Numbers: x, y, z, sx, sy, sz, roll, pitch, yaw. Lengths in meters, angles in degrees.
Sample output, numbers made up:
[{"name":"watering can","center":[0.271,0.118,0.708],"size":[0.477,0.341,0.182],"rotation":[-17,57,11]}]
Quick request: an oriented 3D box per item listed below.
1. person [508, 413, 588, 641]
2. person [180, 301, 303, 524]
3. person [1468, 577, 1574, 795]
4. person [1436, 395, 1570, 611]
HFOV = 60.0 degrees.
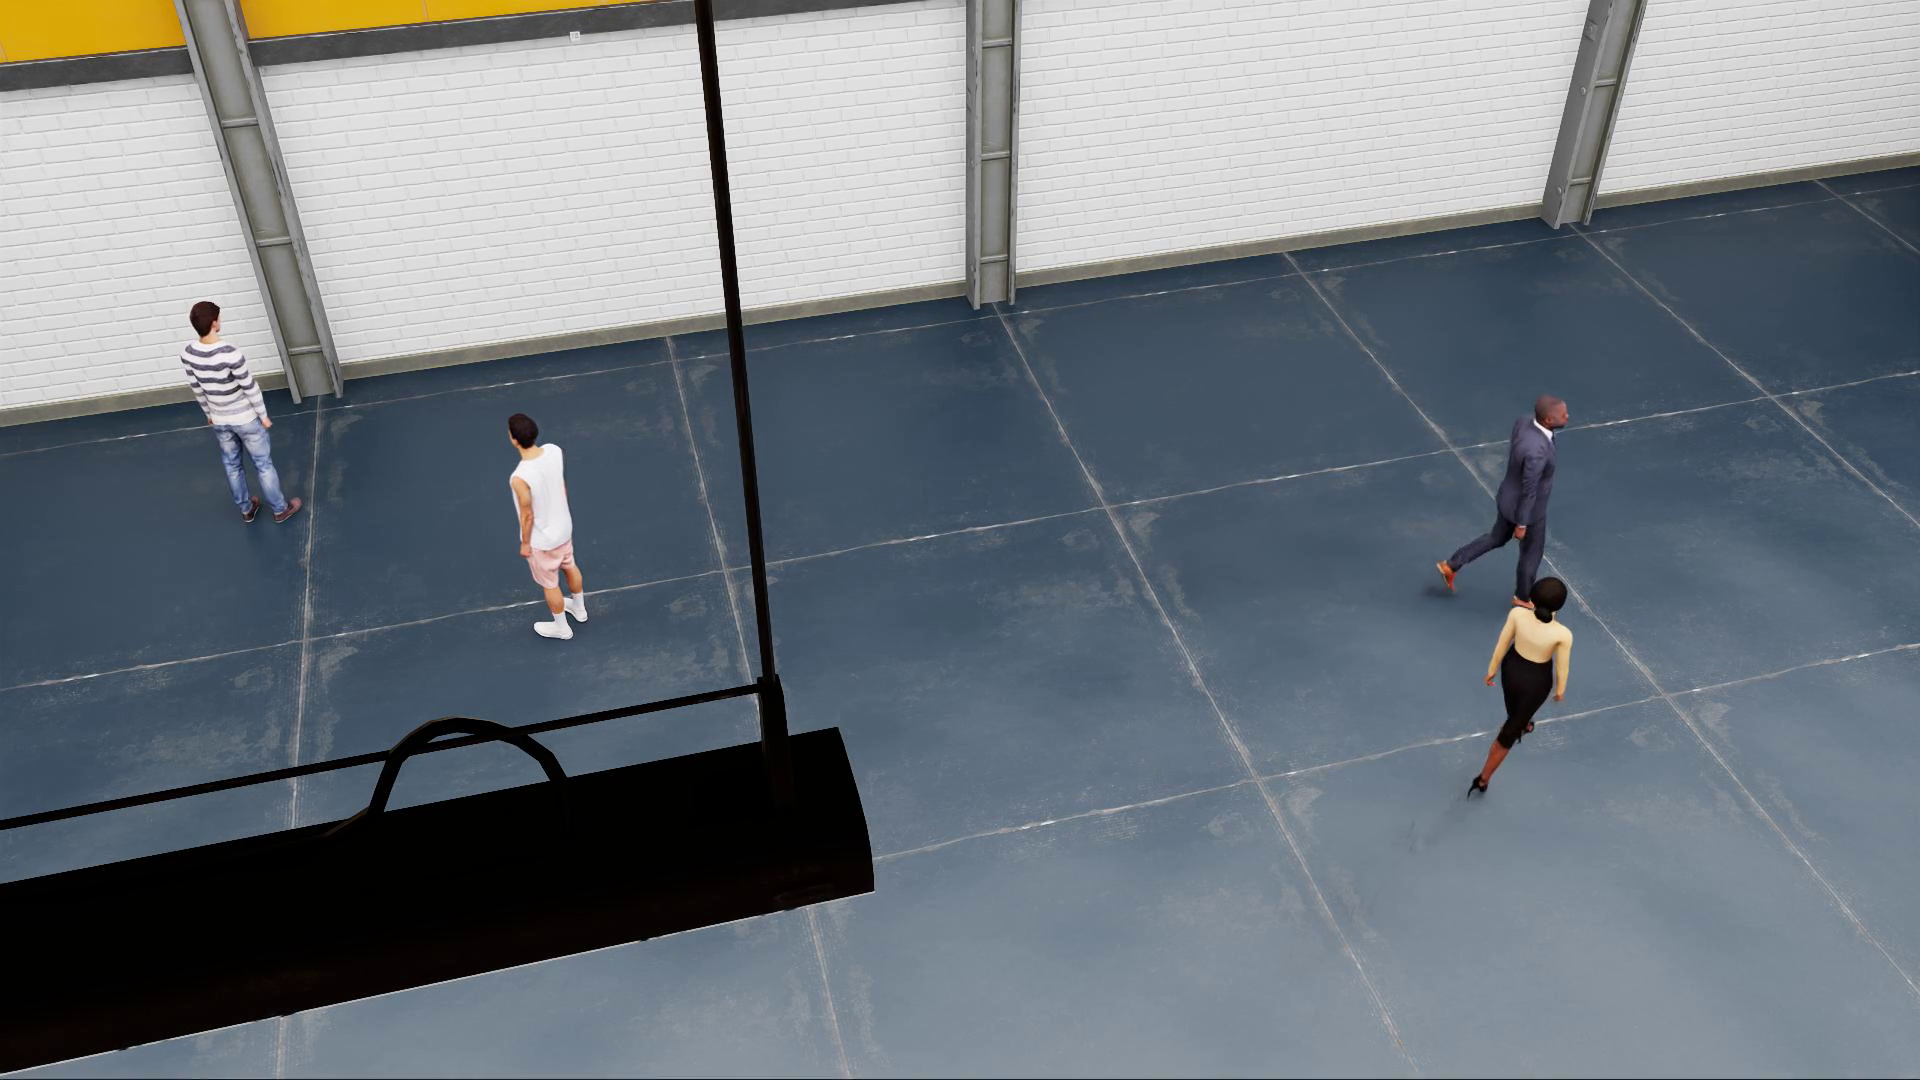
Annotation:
[{"name":"person","center":[-2.826,-0.082,11.360],"size":[0.770,1.786,0.726],"rotation":[17,42,20]},{"name":"person","center":[-5.396,-0.925,12.367],"size":[0.608,1.846,0.776],"rotation":[4,39,5]},{"name":"person","center":[3.424,0.938,10.226],"size":[0.942,1.608,1.117],"rotation":[31,48,32]},{"name":"person","center":[3.830,-0.250,11.564],"size":[1.199,1.795,0.953],"rotation":[5,39,6]}]
